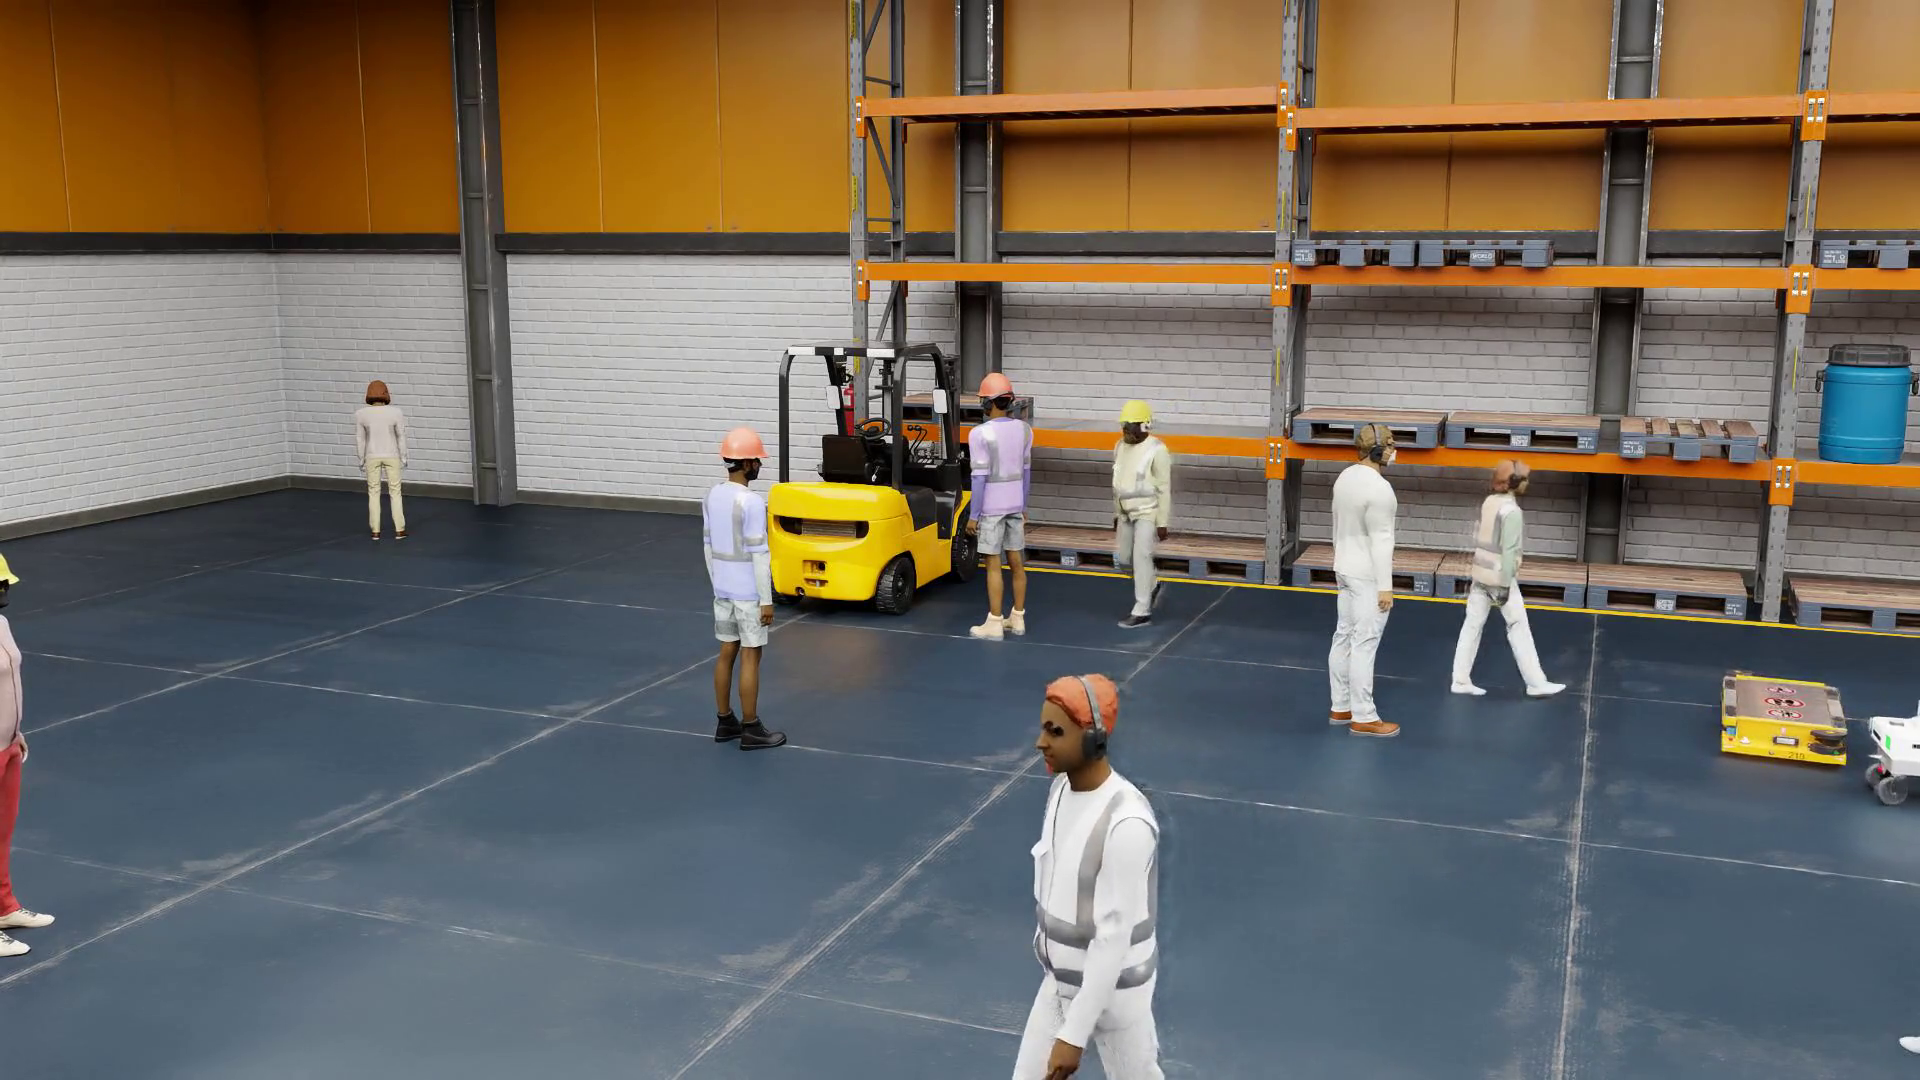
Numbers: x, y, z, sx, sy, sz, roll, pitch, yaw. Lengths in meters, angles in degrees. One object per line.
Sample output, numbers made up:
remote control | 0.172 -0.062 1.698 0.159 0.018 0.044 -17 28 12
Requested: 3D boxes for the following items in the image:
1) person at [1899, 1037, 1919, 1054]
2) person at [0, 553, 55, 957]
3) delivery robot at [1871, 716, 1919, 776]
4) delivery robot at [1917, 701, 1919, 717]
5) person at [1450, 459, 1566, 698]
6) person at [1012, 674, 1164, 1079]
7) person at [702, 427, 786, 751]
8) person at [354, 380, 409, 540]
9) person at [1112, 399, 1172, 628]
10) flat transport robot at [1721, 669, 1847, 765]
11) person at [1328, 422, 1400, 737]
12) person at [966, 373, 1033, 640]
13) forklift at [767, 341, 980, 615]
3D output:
person | 3.937 1.206 5.865 0.877 1.593 0.520 5 11 27
person | -4.137 0.889 7.136 0.322 1.767 0.533 -2 10 -10
delivery robot | 5.341 1.114 8.994 0.707 0.478 0.477 3 11 16
delivery robot | 5.800 1.053 9.334 0.477 0.478 0.707 -7 13 -35
person | 3.661 0.264 11.047 0.795 1.601 0.533 -1 10 -6
person | 0.454 1.275 4.790 0.959 1.851 0.571 -4 11 -22
person | -1.294 0.291 9.987 0.358 1.936 0.552 -9 14 -43
person | -5.901 -0.815 16.997 0.497 1.632 0.289 -2 10 -11
person | 1.457 -0.219 13.169 0.531 1.815 0.606 -7 12 -33
flat transport robot | 5.069 1.072 10.277 0.652 0.197 1.431 5 11 24
person | 2.501 0.238 10.279 0.373 1.941 0.627 -2 10 -11
person | 0.280 -0.254 12.726 0.609 2.044 0.393 -9 14 -41
forklift | -0.739 -0.602 14.246 1.214 2.155 2.313 4 11 21
